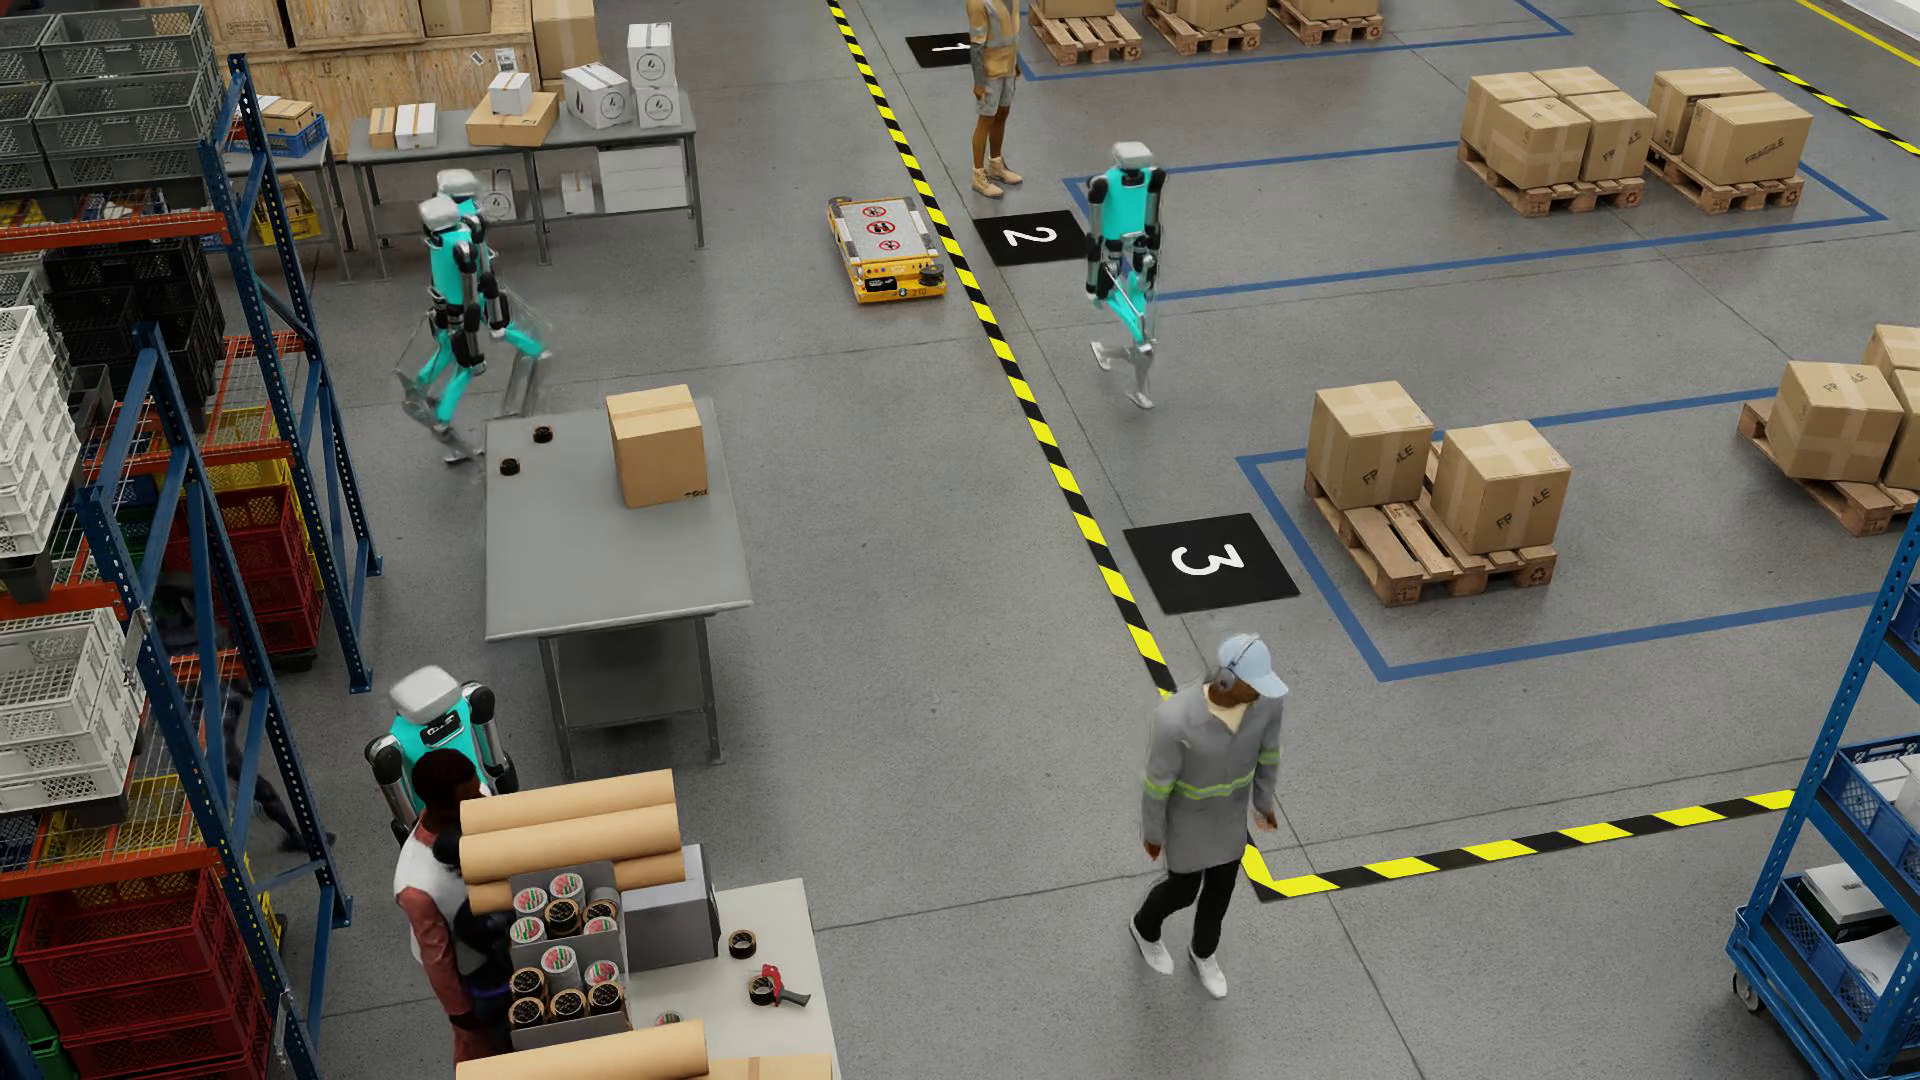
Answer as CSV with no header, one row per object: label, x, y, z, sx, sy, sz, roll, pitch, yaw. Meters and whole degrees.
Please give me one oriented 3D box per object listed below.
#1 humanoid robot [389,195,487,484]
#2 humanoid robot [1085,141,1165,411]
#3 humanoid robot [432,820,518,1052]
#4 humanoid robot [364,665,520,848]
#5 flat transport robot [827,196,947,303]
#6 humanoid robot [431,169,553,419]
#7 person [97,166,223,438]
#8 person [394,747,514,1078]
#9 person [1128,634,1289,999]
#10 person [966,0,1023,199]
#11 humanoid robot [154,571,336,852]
humanoid robot,-3.109,-1.132,9.830,0.680,1.776,0.540,-25,43,-29
humanoid robot,1.114,-1.595,10.490,0.546,1.740,1.049,-17,40,-21
humanoid robot,-1.679,1.635,6.165,0.334,1.650,0.603,-21,41,-26
humanoid robot,-1.805,1.272,6.504,0.735,1.673,0.533,27,44,31
flat transport robot,-0.570,-2.220,12.538,0.659,0.231,1.431,-8,37,-10
humanoid robot,-2.809,-1.490,10.320,0.638,1.797,0.530,-25,43,-29
person,-4.952,-1.475,10.228,0.500,1.836,0.338,25,44,30
person,-1.801,1.498,6.169,0.405,1.915,0.592,5,37,7
person,1.024,1.120,6.755,0.622,1.843,0.448,-14,39,-18
person,0.311,-3.709,13.055,0.379,2.039,0.615,21,42,26
humanoid robot,-3.357,0.784,7.379,0.818,1.638,0.608,-4,37,-5
